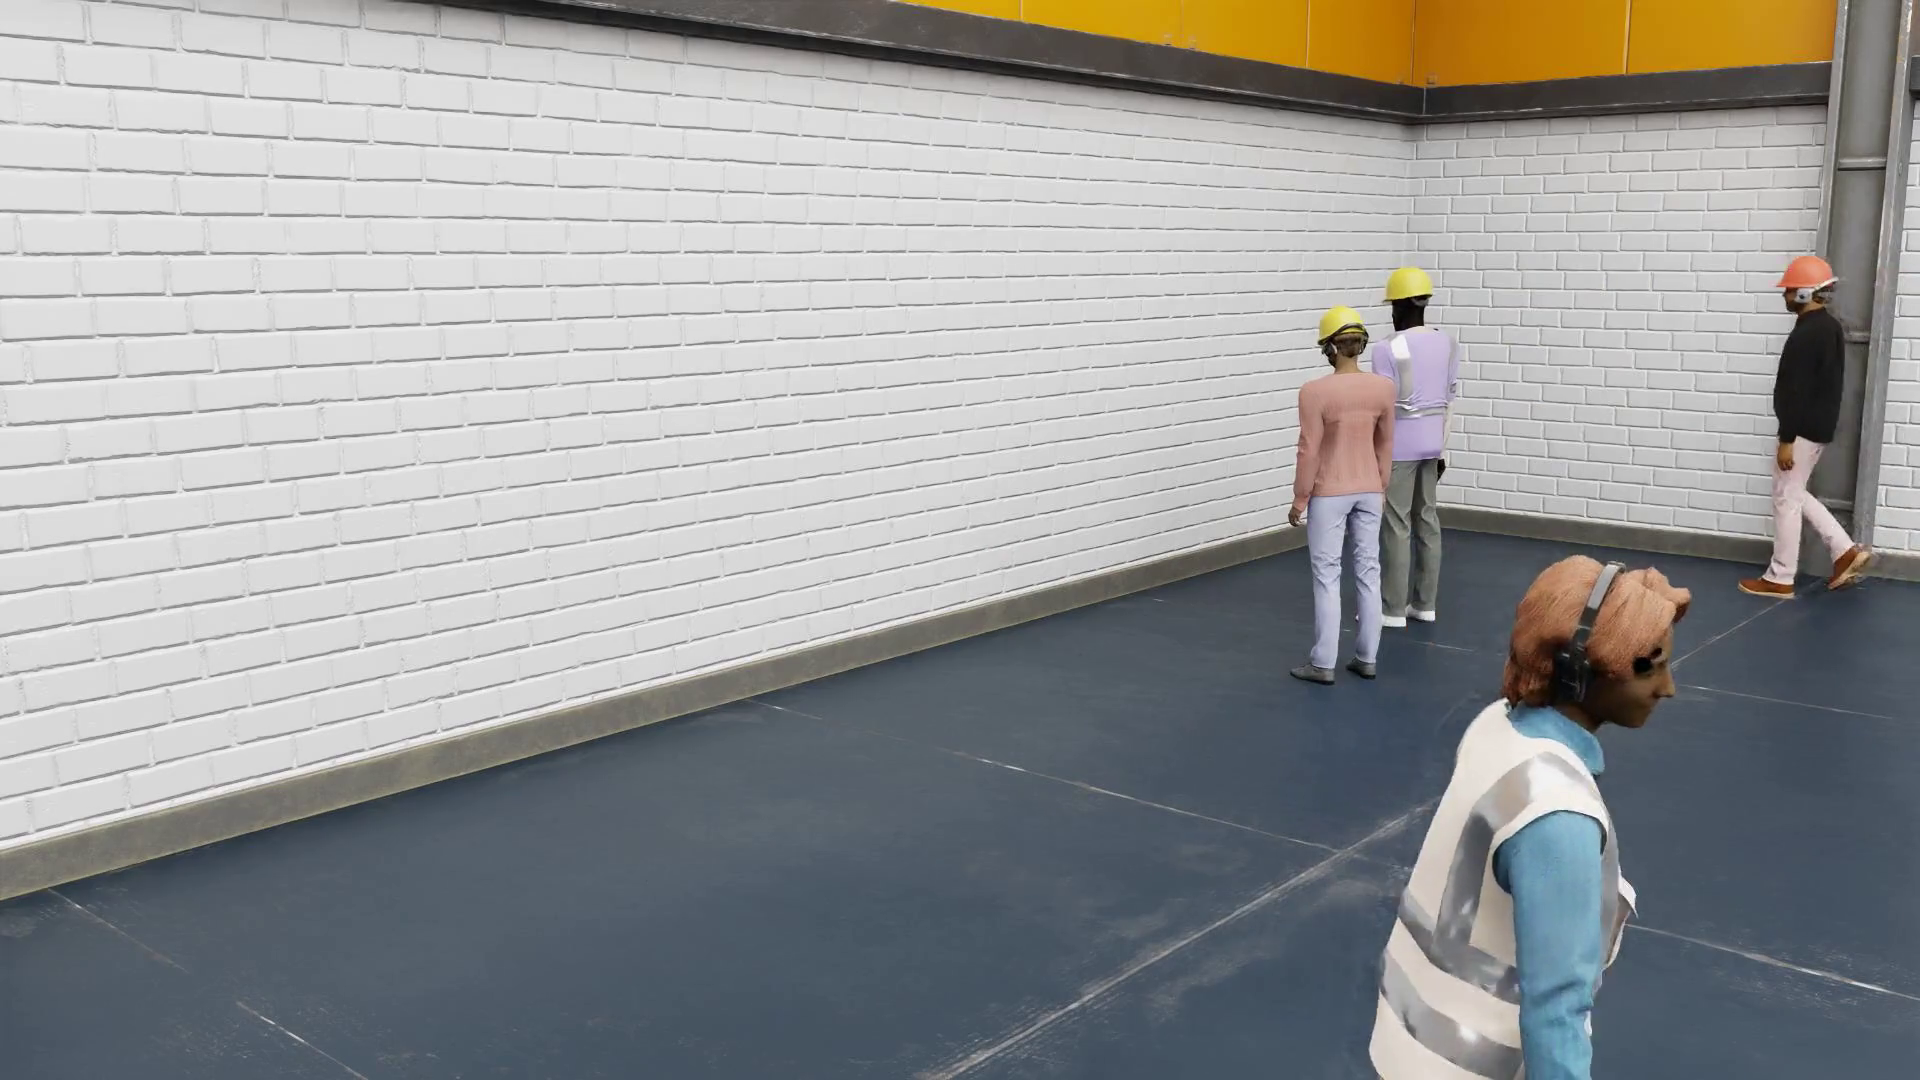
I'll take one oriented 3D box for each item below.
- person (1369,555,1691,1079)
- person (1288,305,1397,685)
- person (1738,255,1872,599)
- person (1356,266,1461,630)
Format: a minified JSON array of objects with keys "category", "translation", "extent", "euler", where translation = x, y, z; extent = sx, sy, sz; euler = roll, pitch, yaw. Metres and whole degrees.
[{"category":"person","translation":[0.825,0.802,2.472],"extent":[0.867,1.586,0.552],"euler":[3,10,15]},{"category":"person","translation":[1.766,-0.203,7.742],"extent":[0.524,1.760,0.327],"euler":[-4,11,-21]},{"category":"person","translation":[4.859,-0.623,9.496],"extent":[0.567,1.982,0.634],"euler":[10,14,44]},{"category":"person","translation":[2.376,-0.483,8.854],"extent":[0.587,1.926,0.366],"euler":[-6,12,-32]}]
